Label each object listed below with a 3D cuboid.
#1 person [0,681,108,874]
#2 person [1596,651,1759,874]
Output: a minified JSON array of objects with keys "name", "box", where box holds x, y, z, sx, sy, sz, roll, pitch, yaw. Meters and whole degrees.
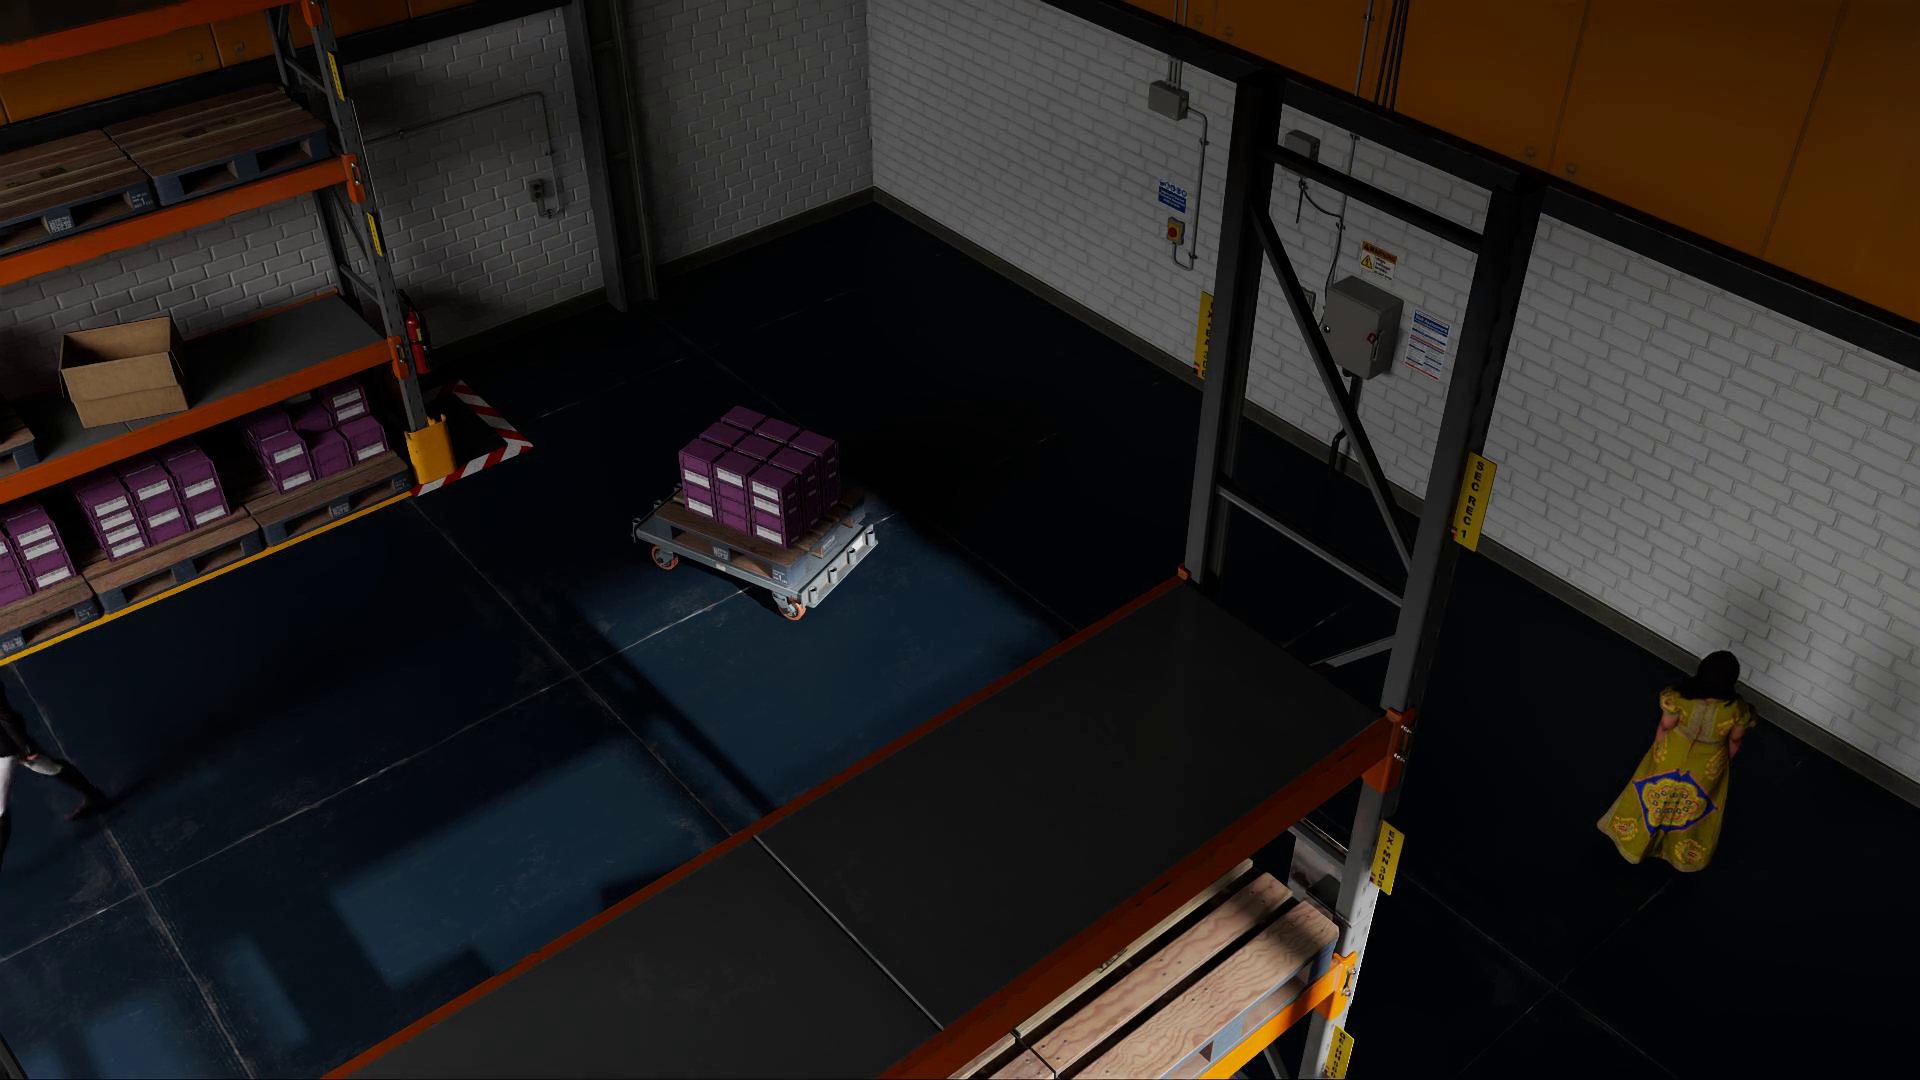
[{"name":"person","box":[-5.642,1.196,9.990,0.699,1.671,1.214,27,46,30]},{"name":"person","box":[4.322,1.303,9.865,0.992,1.661,0.993,13,40,16]}]
